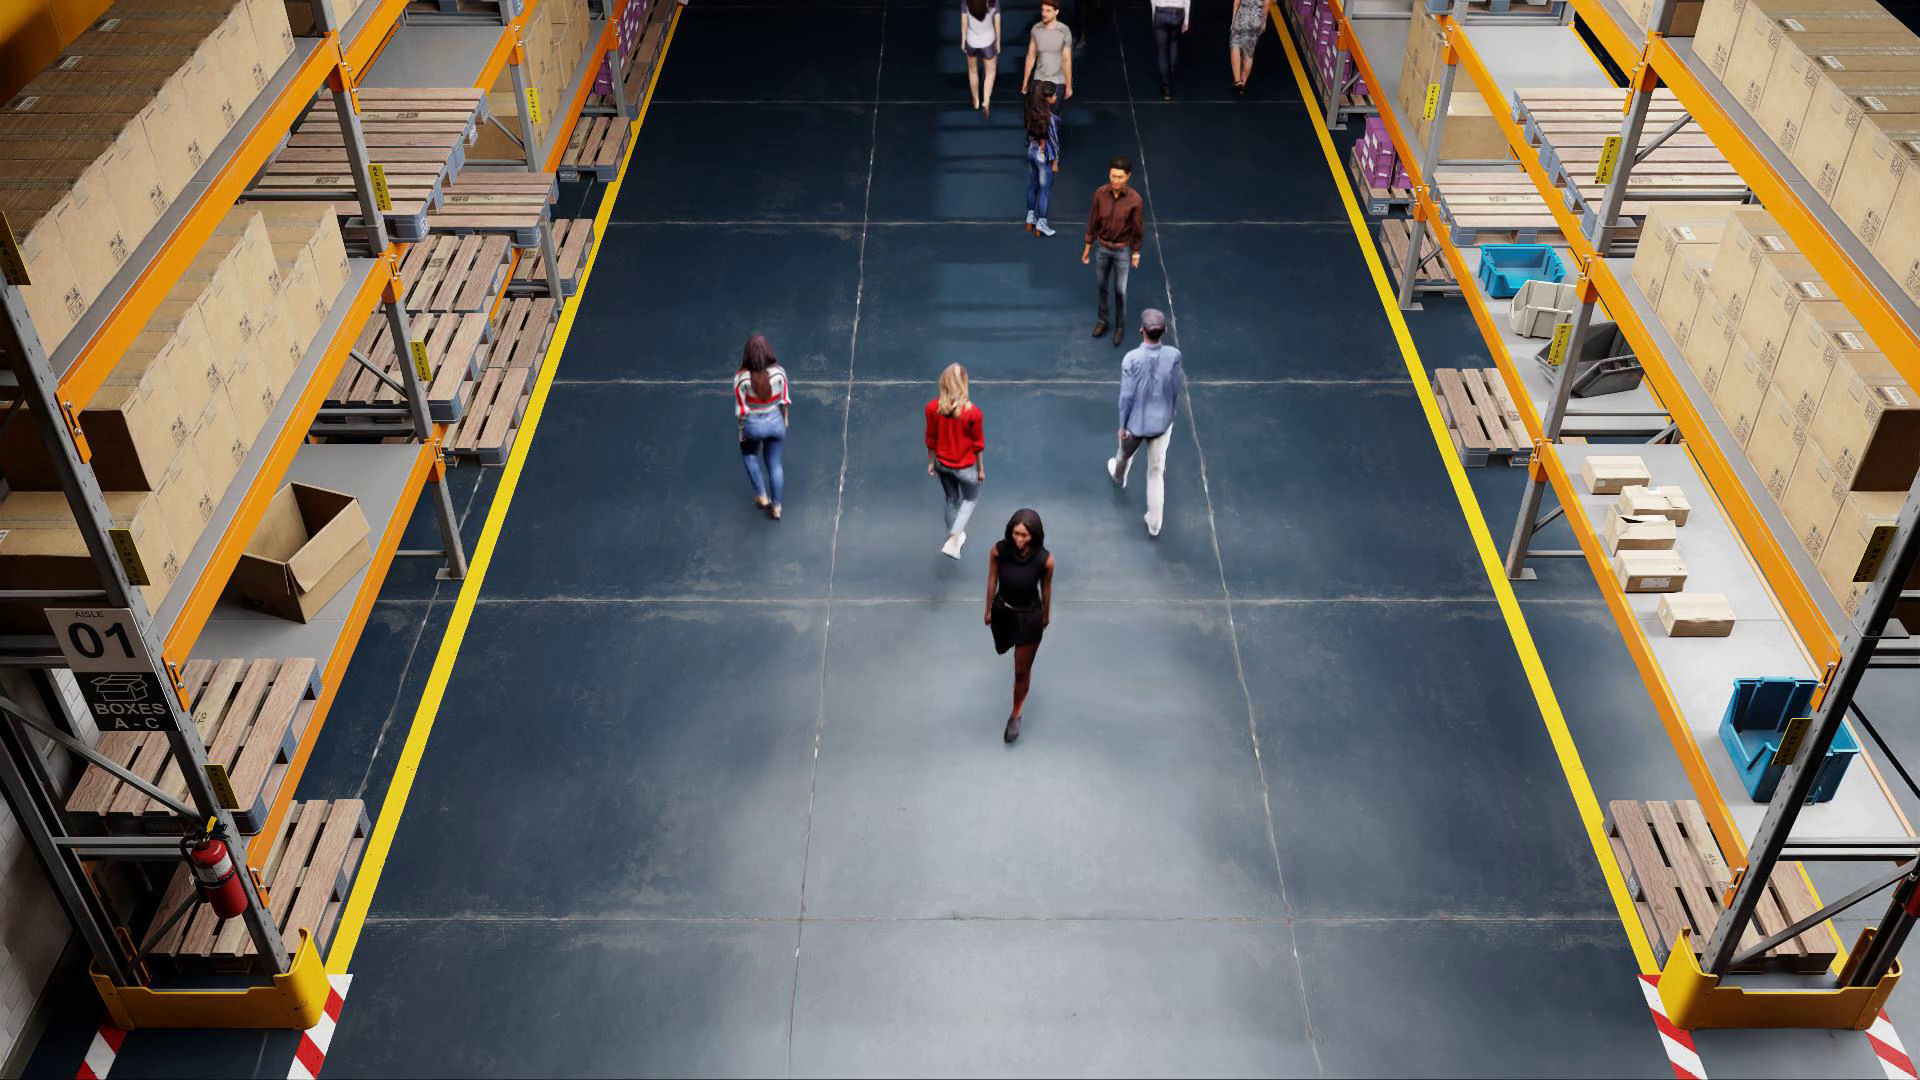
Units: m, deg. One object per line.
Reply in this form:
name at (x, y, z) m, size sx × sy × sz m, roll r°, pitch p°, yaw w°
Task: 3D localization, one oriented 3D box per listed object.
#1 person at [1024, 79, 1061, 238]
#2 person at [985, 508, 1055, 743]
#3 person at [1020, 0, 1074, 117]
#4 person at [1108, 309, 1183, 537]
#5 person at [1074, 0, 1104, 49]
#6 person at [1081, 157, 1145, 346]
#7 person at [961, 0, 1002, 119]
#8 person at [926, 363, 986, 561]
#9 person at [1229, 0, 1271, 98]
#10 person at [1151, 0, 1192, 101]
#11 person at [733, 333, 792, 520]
person at (0.820, -3.819, 16.604) m, size 0.765 × 1.620 × 0.657 m, roll -20°, pitch 43°, yaw -23°
person at (0.401, 0.466, 11.159) m, size 0.836 × 1.719 × 1.149 m, roll 11°, pitch 40°, yaw 14°
person at (0.996, -4.932, 17.793) m, size 0.902 × 1.875 × 1.008 m, roll 19°, pitch 42°, yaw 22°
person at (1.454, -0.860, 12.722) m, size 0.809 × 1.840 × 1.184 m, roll -6°, pitch 39°, yaw -8°
person at (1.595, -6.958, 20.492) m, size 0.822 × 1.673 × 1.047 m, roll 15°, pitch 41°, yaw 18°
person at (1.389, -2.648, 15.012) m, size 0.749 × 1.778 × 0.730 m, roll 16°, pitch 41°, yaw 19°
person at (0.227, -5.581, 18.754) m, size 0.638 × 1.690 × 0.934 m, roll 3°, pitch 39°, yaw 3°
person at (-0.057, -0.509, 12.401) m, size 0.772 × 1.692 × 0.877 m, roll 14°, pitch 41°, yaw 17°
person at (3.335, -5.888, 19.143) m, size 0.588 × 1.684 × 0.625 m, roll 0°, pitch 39°, yaw -1°
person at (2.409, -5.971, 19.117) m, size 0.621 × 1.846 × 0.820 m, roll -1°, pitch 39°, yaw -2°
person at (-1.507, -0.838, 12.888) m, size 0.691 × 1.599 × 0.701 m, roll -12°, pitch 40°, yaw -14°
